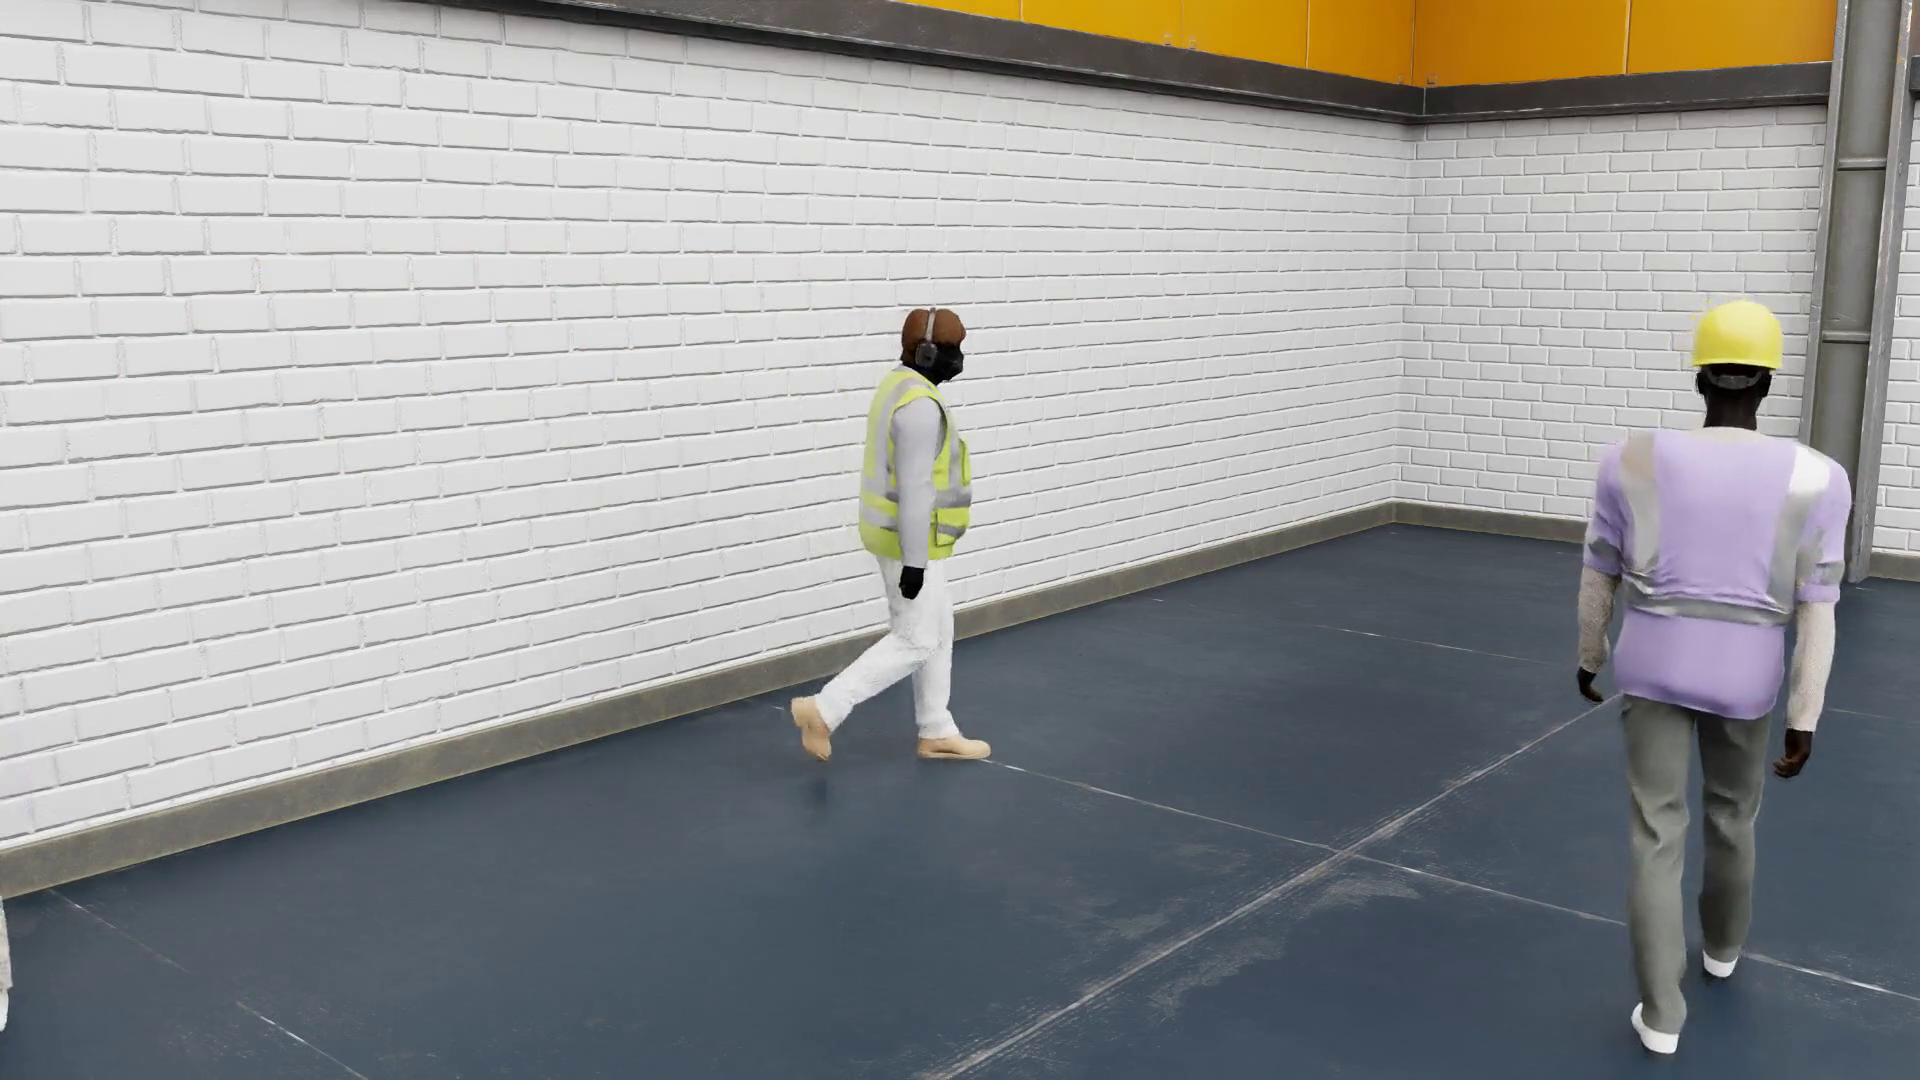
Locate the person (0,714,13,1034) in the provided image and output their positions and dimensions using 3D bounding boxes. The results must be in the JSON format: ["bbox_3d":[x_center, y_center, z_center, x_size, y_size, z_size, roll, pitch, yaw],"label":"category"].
[{"bbox_3d":[-2.678,0.485,4.247,0.667,1.605,0.372,4,11,23],"label":"person"}]

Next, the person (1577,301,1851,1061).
[{"bbox_3d":[1.929,0.332,4.343,0.597,1.888,0.850,4,11,20],"label":"person"}]

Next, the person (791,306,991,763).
[{"bbox_3d":[-0.263,0.010,6.389,0.722,1.813,0.660,-1,10,-8],"label":"person"}]
